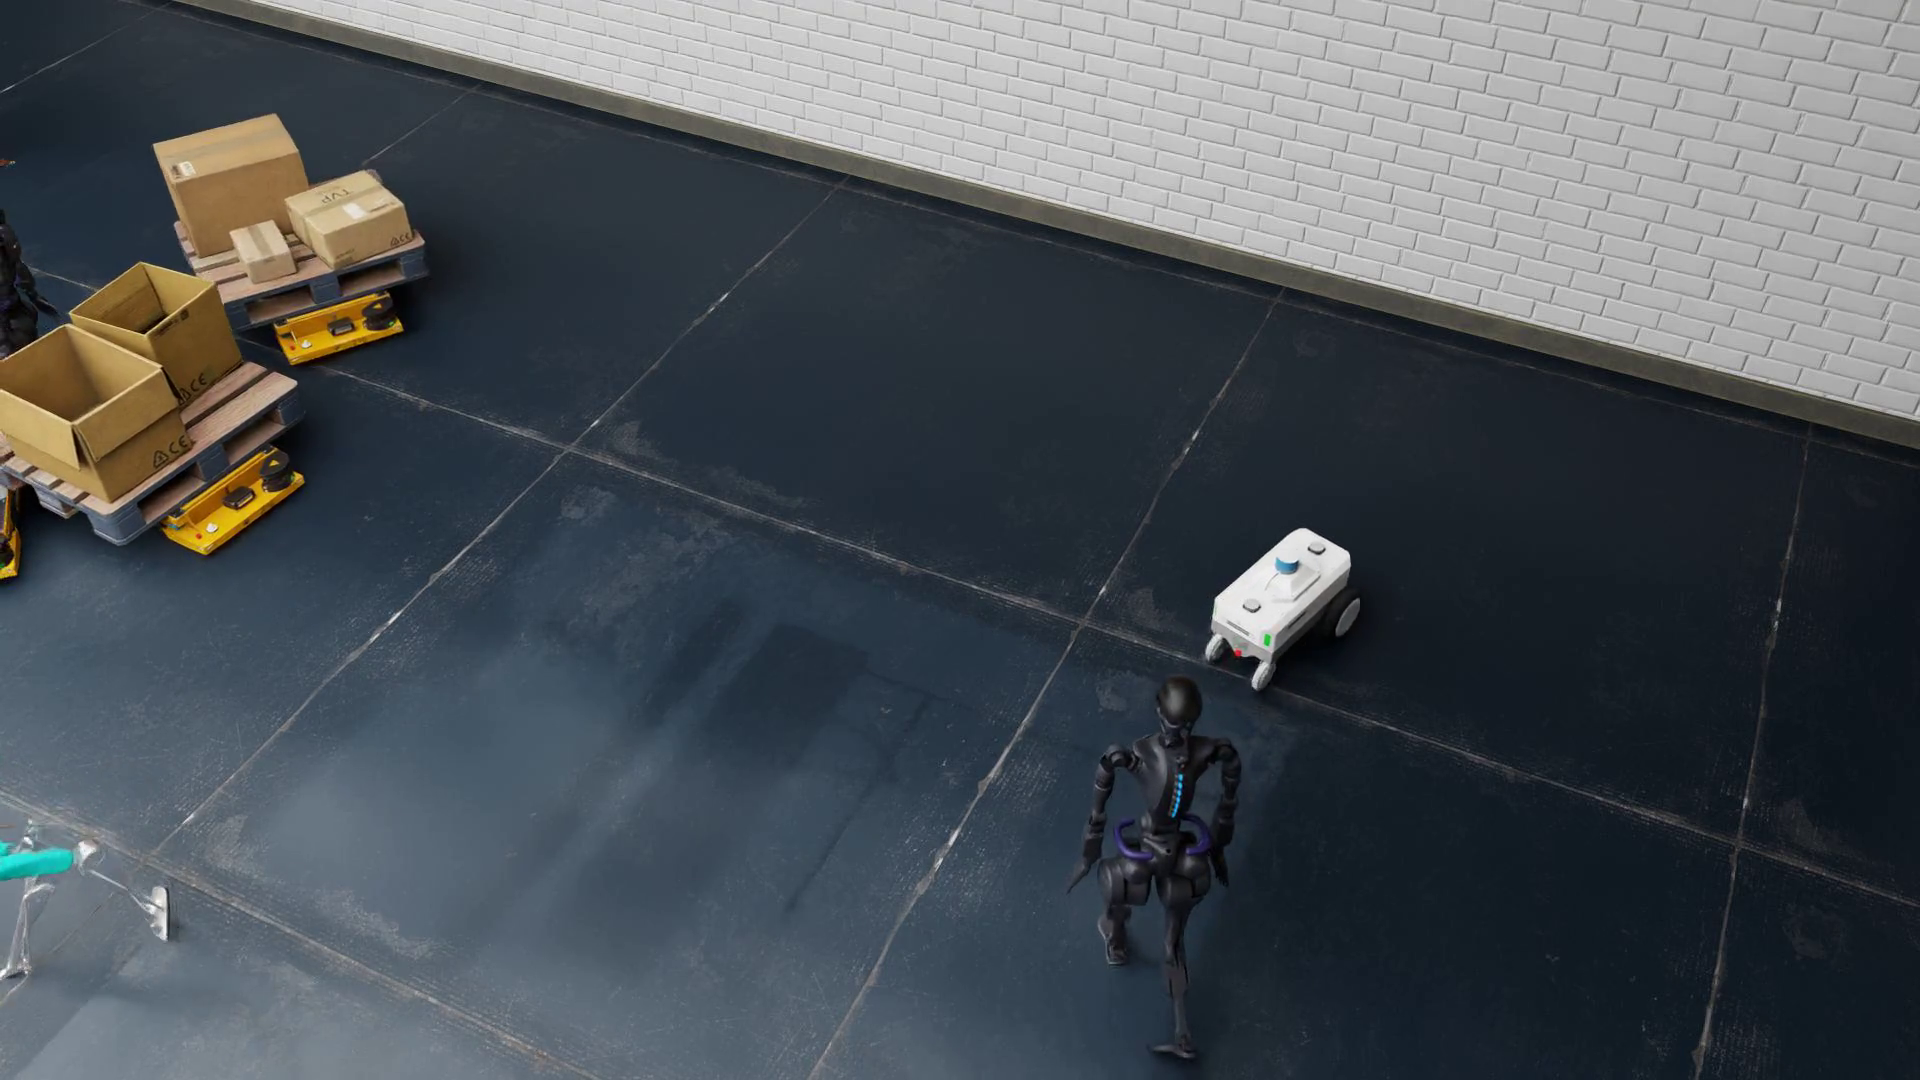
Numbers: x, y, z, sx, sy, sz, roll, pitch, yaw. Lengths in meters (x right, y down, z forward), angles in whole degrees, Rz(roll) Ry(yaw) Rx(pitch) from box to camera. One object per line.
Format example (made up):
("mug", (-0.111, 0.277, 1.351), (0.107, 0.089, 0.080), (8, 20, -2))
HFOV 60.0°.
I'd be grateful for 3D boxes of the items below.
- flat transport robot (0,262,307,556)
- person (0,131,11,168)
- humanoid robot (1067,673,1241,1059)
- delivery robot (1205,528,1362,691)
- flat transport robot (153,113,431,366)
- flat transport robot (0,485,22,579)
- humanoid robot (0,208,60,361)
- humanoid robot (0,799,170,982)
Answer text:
("flat transport robot", (-4.195, -0.404, 8.691), (1.431, 0.231, 0.659), (22, 47, 22))
("person", (-6.576, -3.189, 10.704), (0.321, 1.618, 0.529), (-32, 52, -30))
("humanoid robot", (0.707, 1.191, 5.977), (0.609, 1.610, 0.767), (-7, 43, -7))
("delivery robot", (1.494, 0.276, 7.734), (0.499, 0.576, 0.768), (32, 52, 30))
("flat transport robot", (-3.876, -1.564, 9.943), (0.659, 0.231, 1.431), (-22, 47, -22))
("flat transport robot", (-5.182, -0.253, 8.528), (0.659, 0.231, 1.431), (-14, 45, -15))
("humanoid robot", (-4.835, -1.125, 8.444), (0.380, 1.641, 0.587), (-7, 43, -7))
("humanoid robot", (-3.517, 1.015, 6.109), (1.007, 1.769, 0.555), (-27, 49, -26))
